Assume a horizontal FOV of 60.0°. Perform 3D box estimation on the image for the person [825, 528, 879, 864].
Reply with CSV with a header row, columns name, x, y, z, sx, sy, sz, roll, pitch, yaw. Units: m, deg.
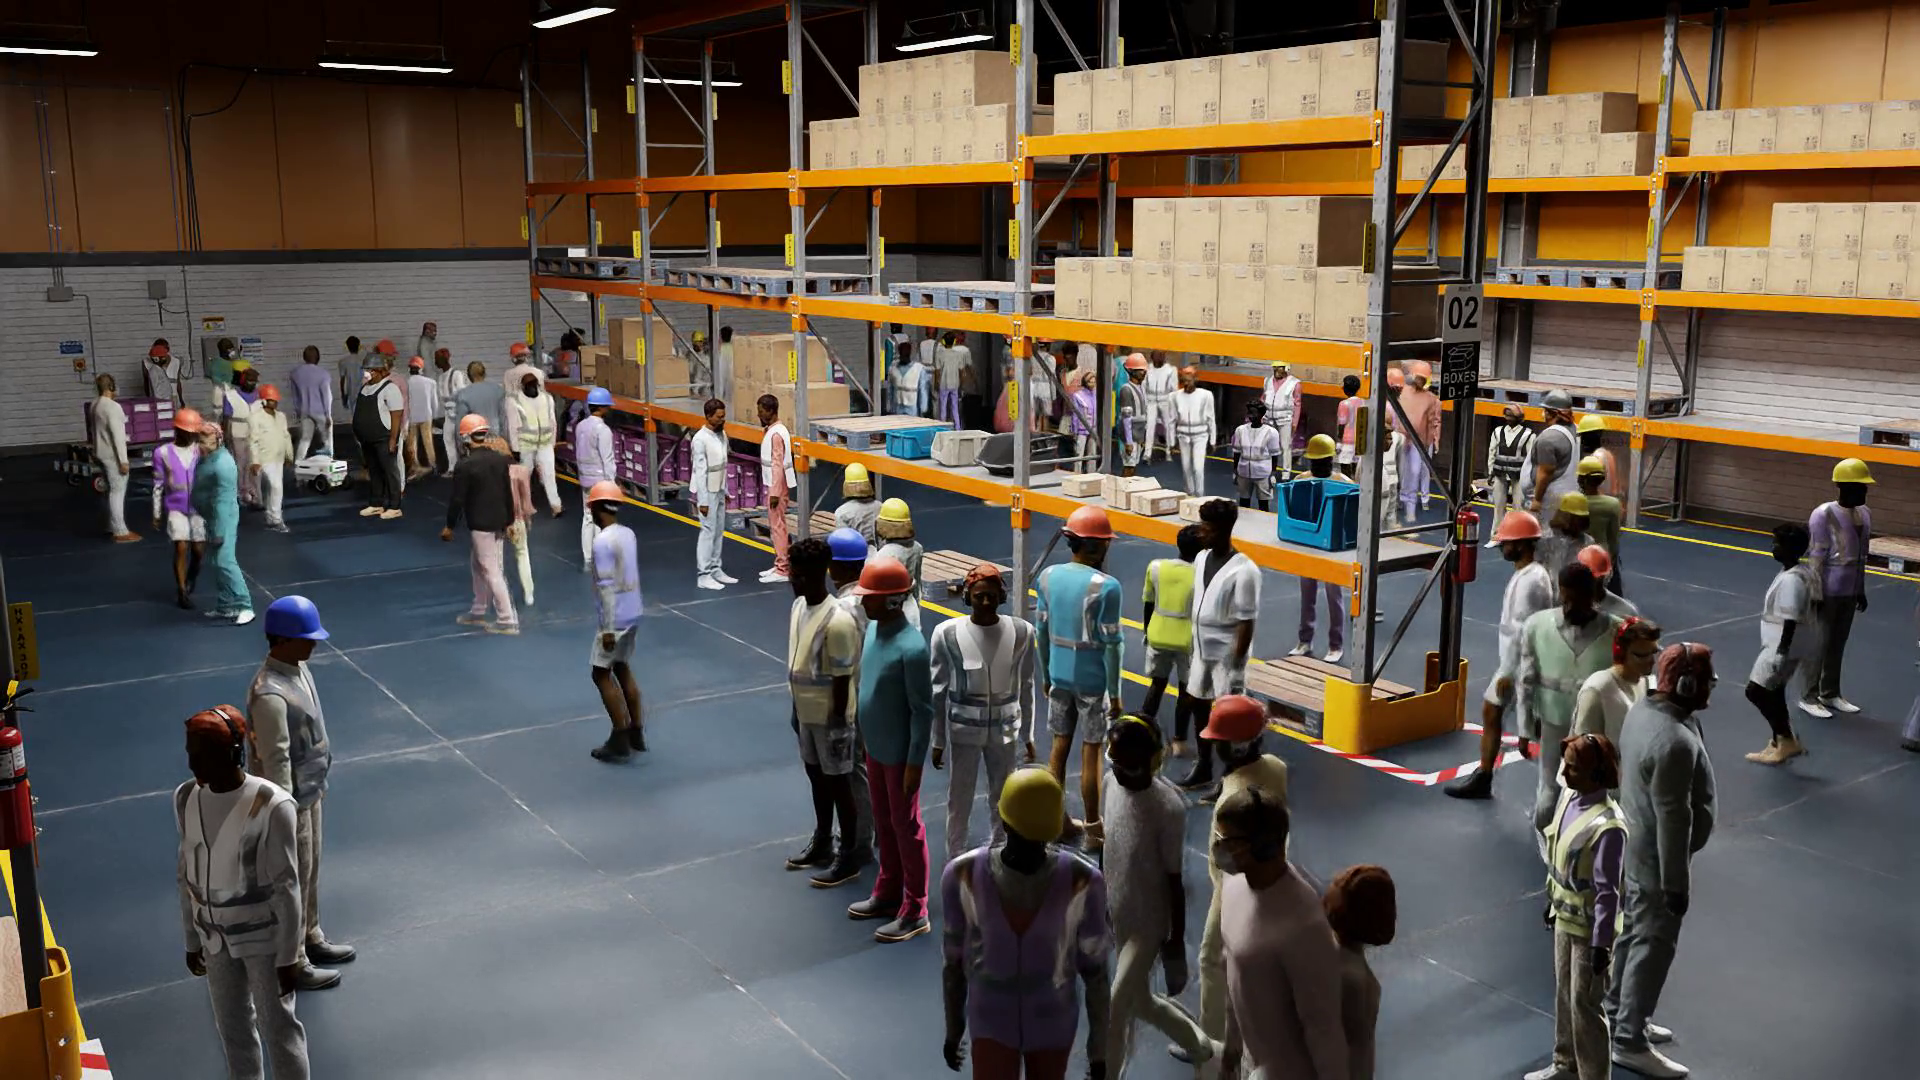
name,x,y,z,sx,sy,sz,roll,pitch,yaw
person,-0.609,0.891,9.529,0.402,1.949,0.605,3,11,13

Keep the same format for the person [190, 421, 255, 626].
name,x,y,z,sx,sy,sz,roll,pitch,yaw
person,-6.748,-0.157,15.112,0.413,1.873,0.737,-7,13,-32

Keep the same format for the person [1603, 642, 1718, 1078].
name,x,y,z,sx,sy,sz,roll,pitch,yaw
person,3.060,1.368,7.232,0.397,1.900,0.658,2,11,10

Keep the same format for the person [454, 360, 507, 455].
name,x,y,z,sx,sy,sz,roll,pitch,yaw
person,-5.955,-1.261,20.594,0.650,1.924,0.505,-10,15,-42

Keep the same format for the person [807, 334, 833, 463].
name,x,y,z,sx,sy,sz,roll,pitch,yaw
person,-2.207,-2.124,24.960,0.615,1.945,0.406,3,11,16

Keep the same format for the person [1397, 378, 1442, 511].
name,x,y,z,sx,sy,sz,roll,pitch,yaw
person,5.765,-1.236,20.900,0.524,1.762,0.325,4,12,18

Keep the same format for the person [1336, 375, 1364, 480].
name,x,y,z,sx,sy,sz,roll,pitch,yaw
person,4.963,-1.246,21.130,0.537,1.694,0.320,-10,15,-42

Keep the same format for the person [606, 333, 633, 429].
name,x,y,z,sx,sy,sz,roll,pitch,yaw
person,-5.461,-2.381,26.363,0.600,1.924,0.398,-6,13,-28

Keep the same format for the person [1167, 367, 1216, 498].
name,x,y,z,sx,sy,sz,roll,pitch,yaw
person,2.861,-1.228,20.640,0.604,1.847,0.656,4,12,22

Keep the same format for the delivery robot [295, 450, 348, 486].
name,x,y,z,sx,sy,sz,roll,pitch,yaw
delivery robot,-8.598,-0.964,22.361,0.707,0.478,0.477,5,12,25

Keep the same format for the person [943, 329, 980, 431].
name,x,y,z,sx,sy,sz,roll,pitch,yaw
person,0.045,-2.623,27.854,0.827,1.808,0.578,-10,15,-42

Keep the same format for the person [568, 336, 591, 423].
name,x,y,z,sx,sy,sz,roll,pitch,yaw
person,-5.935,-2.278,26.058,0.500,1.837,0.361,0,11,1

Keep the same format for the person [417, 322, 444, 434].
name,x,y,z,sx,sy,sz,roll,pitch,yaw
person,-8.989,-2.750,28.287,0.407,1.902,0.638,-3,12,-17

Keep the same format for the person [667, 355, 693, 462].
name,x,y,z,sx,sy,sz,roll,pitch,yaw
person,-4.260,-1.968,25.006,0.549,1.627,0.355,8,14,36

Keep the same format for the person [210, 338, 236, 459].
name,x,y,z,sx,sy,sz,roll,pitch,yaw
person,-10.619,-1.958,24.134,0.353,1.937,0.635,0,11,0

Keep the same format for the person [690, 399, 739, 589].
name,x,y,z,sx,sy,sz,roll,pitch,yaw
person,-2.478,-0.460,16.565,0.405,1.907,0.595,3,11,14

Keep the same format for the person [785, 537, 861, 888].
name,x,y,z,sx,sy,sz,roll,pitch,yaw
person,-0.778,0.943,9.255,0.382,1.957,0.602,-7,13,-30

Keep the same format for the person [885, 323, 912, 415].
name,x,y,z,sx,sy,sz,roll,pitch,yaw
person,-1.147,-3.061,30.028,0.429,1.844,0.627,9,14,39

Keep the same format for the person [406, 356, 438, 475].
name,x,y,z,sx,sy,sz,roll,pitch,yaw
person,-7.679,-1.750,23.652,0.559,1.716,0.759,-7,13,-30

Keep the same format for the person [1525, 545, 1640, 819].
name,x,y,z,sx,sy,sz,roll,pitch,yaw
person,3.759,0.892,10.083,0.572,1.719,0.768,9,14,38

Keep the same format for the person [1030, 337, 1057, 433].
name,x,y,z,sx,sy,sz,roll,pitch,yaw
person,1.289,-2.265,25.745,0.548,1.929,0.388,10,15,43

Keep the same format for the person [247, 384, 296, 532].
name,x,y,z,sx,sy,sz,roll,pitch,yaw
person,-7.992,-0.953,19.497,0.593,1.732,0.588,3,12,16

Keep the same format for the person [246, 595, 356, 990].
name,x,y,z,sx,sy,sz,roll,pitch,yaw
person,-3.181,1.207,7.966,0.419,1.933,0.616,-2,11,-11

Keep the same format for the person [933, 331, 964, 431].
name,x,y,z,sx,sy,sz,roll,pitch,yaw
person,-0.186,-2.416,26.698,0.501,1.862,0.328,-4,12,-19

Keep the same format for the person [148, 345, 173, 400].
name,x,y,z,sx,sy,sz,roll,pitch,yaw
person,-12.072,-2.069,25.179,0.324,1.752,0.561,-4,12,-18

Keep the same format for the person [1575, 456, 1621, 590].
name,x,y,z,sx,sy,sz,roll,pitch,yaw
person,5.114,0.190,13.613,0.527,1.760,0.343,-1,11,-7

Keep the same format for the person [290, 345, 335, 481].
name,x,y,z,sx,sy,sz,roll,pitch,yaw
person,-9.092,-1.762,23.278,0.642,1.923,0.898,2,11,10

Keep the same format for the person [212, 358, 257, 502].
name,x,y,z,sx,sy,sz,roll,pitch,yaw
person,-9.499,-1.450,21.757,0.856,1.873,0.619,10,15,40

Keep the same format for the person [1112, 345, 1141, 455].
name,x,y,z,sx,sy,sz,roll,pitch,yaw
person,2.572,-2.228,25.925,0.518,1.799,0.933,4,12,19

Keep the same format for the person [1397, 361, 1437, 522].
name,x,y,z,sx,sy,sz,roll,pitch,yaw
person,5.495,-1.240,20.417,0.628,1.965,0.845,0,11,1

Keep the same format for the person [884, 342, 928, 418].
name,x,y,z,sx,sy,sz,roll,pitch,yaw
person,-0.772,-1.926,24.101,0.704,1.889,0.464,5,12,23

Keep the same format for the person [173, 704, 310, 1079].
name,x,y,z,sx,sy,sz,roll,pitch,yaw
person,-2.762,1.540,6.408,0.568,1.878,0.351,4,12,20

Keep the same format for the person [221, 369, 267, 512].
name,x,y,z,sx,sy,sz,roll,pitch,yaw
person,-8.957,-1.251,20.883,0.670,1.781,0.889,-9,14,-40

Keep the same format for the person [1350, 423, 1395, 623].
name,x,y,z,sx,sy,sz,roll,pitch,yaw
person,3.741,-0.165,15.235,0.386,1.835,0.562,3,11,15

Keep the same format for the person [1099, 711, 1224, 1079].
name,x,y,z,sx,sy,sz,roll,pitch,yaw
person,0.767,1.525,6.632,0.858,1.829,0.551,-6,12,-27

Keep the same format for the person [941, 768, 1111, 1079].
name,x,y,z,sx,sy,sz,roll,pitch,yaw
person,0.227,1.667,5.785,0.590,1.871,1.004,1,11,4

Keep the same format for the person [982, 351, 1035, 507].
name,x,y,z,sx,sy,sz,roll,pitch,yaw
person,0.803,-1.452,21.282,0.980,2.000,0.692,-1,11,-6

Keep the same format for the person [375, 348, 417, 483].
name,x,y,z,sx,sy,sz,roll,pitch,yaw
person,-7.824,-1.731,23.007,0.512,1.927,0.619,-2,11,-8

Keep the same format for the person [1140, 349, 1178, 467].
name,x,y,z,sx,sy,sz,roll,pitch,yaw
person,2.966,-2.003,24.784,0.590,1.788,1.141,3,12,17

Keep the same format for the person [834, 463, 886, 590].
name,x,y,z,sx,sy,sz,roll,pitch,yaw
person,-0.809,0.245,13.368,0.487,1.740,0.313,-8,14,-37

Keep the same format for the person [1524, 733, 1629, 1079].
name,x,y,z,sx,sy,sz,roll,pitch,yaw
person,2.560,1.579,6.835,0.314,1.632,0.522,0,11,1

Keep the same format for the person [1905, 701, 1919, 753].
name,x,y,z,sx,sy,sz,roll,pitch,yaw
person,6.833,0.678,11.207,0.527,1.708,0.753,-7,13,-33

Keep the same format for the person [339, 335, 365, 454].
name,x,y,z,sx,sy,sz,roll,pitch,yaw
person,-9.323,-2.236,25.767,0.547,1.857,0.550,-1,11,-5
